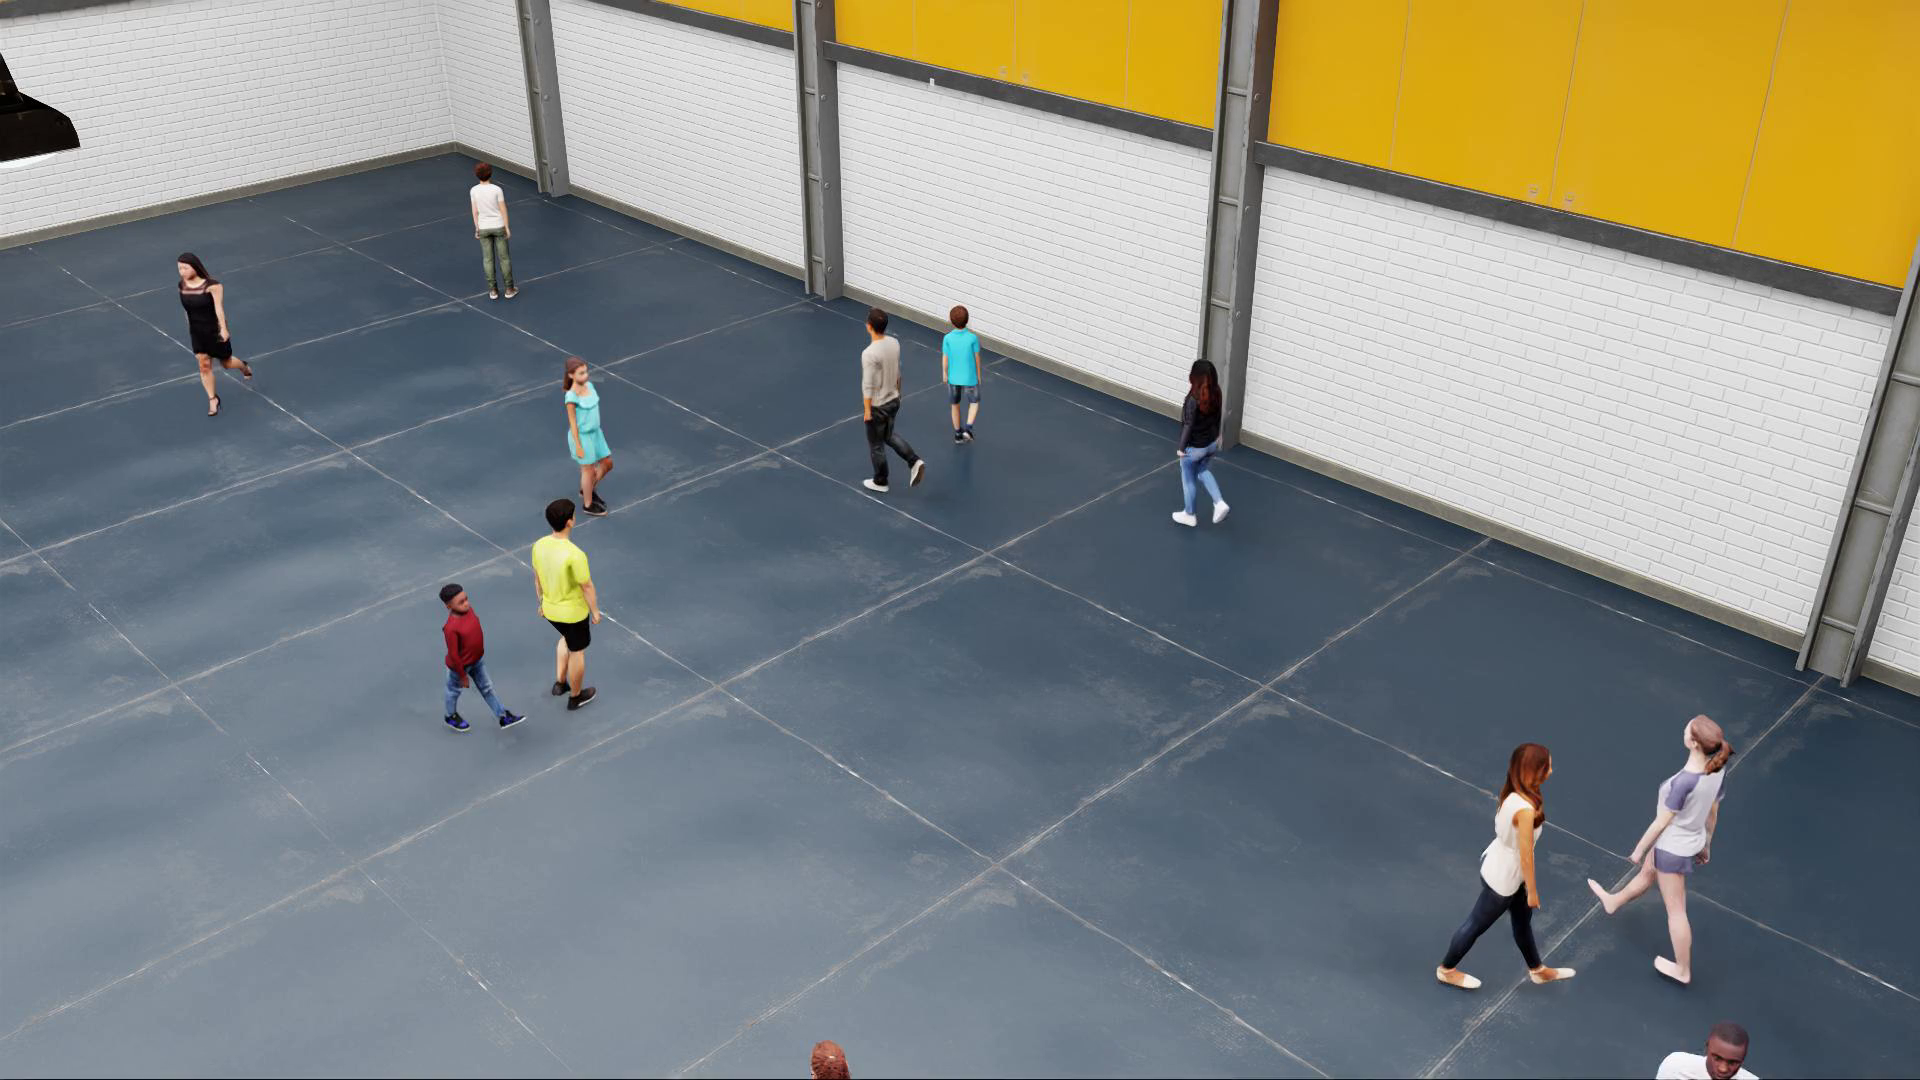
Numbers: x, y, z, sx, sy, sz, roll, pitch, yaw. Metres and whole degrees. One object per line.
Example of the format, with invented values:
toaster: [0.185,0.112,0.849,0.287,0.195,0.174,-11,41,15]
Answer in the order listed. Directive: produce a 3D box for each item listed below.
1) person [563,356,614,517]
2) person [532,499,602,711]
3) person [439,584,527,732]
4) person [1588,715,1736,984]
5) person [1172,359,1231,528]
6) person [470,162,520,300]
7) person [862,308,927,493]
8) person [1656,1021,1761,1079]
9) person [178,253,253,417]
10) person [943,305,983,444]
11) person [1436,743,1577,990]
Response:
person: [-3.442,-0.948,15.059,0.678,1.548,0.635,12,31,21]
person: [-2.942,0.523,12.210,0.679,1.695,0.787,14,32,24]
person: [-3.649,0.868,12.064,0.934,1.228,0.750,9,30,16]
person: [4.272,1.851,9.742,0.755,1.728,1.131,-17,33,-29]
person: [2.179,-0.822,14.753,0.633,1.621,0.763,-26,38,-38]
person: [-5.644,-3.736,20.061,0.668,1.654,0.721,-1,29,-2]
person: [-0.641,-1.254,15.359,0.932,1.799,0.778,15,32,26]
person: [3.428,2.897,7.765,1.248,1.784,1.042,12,31,20]
person: [-7.667,-2.143,17.096,1.023,1.697,1.032,5,29,9]
person: [0.019,-1.598,16.361,0.718,1.444,0.770,4,29,7]
person: [3.048,1.912,9.604,1.112,1.753,0.924,7,29,13]
